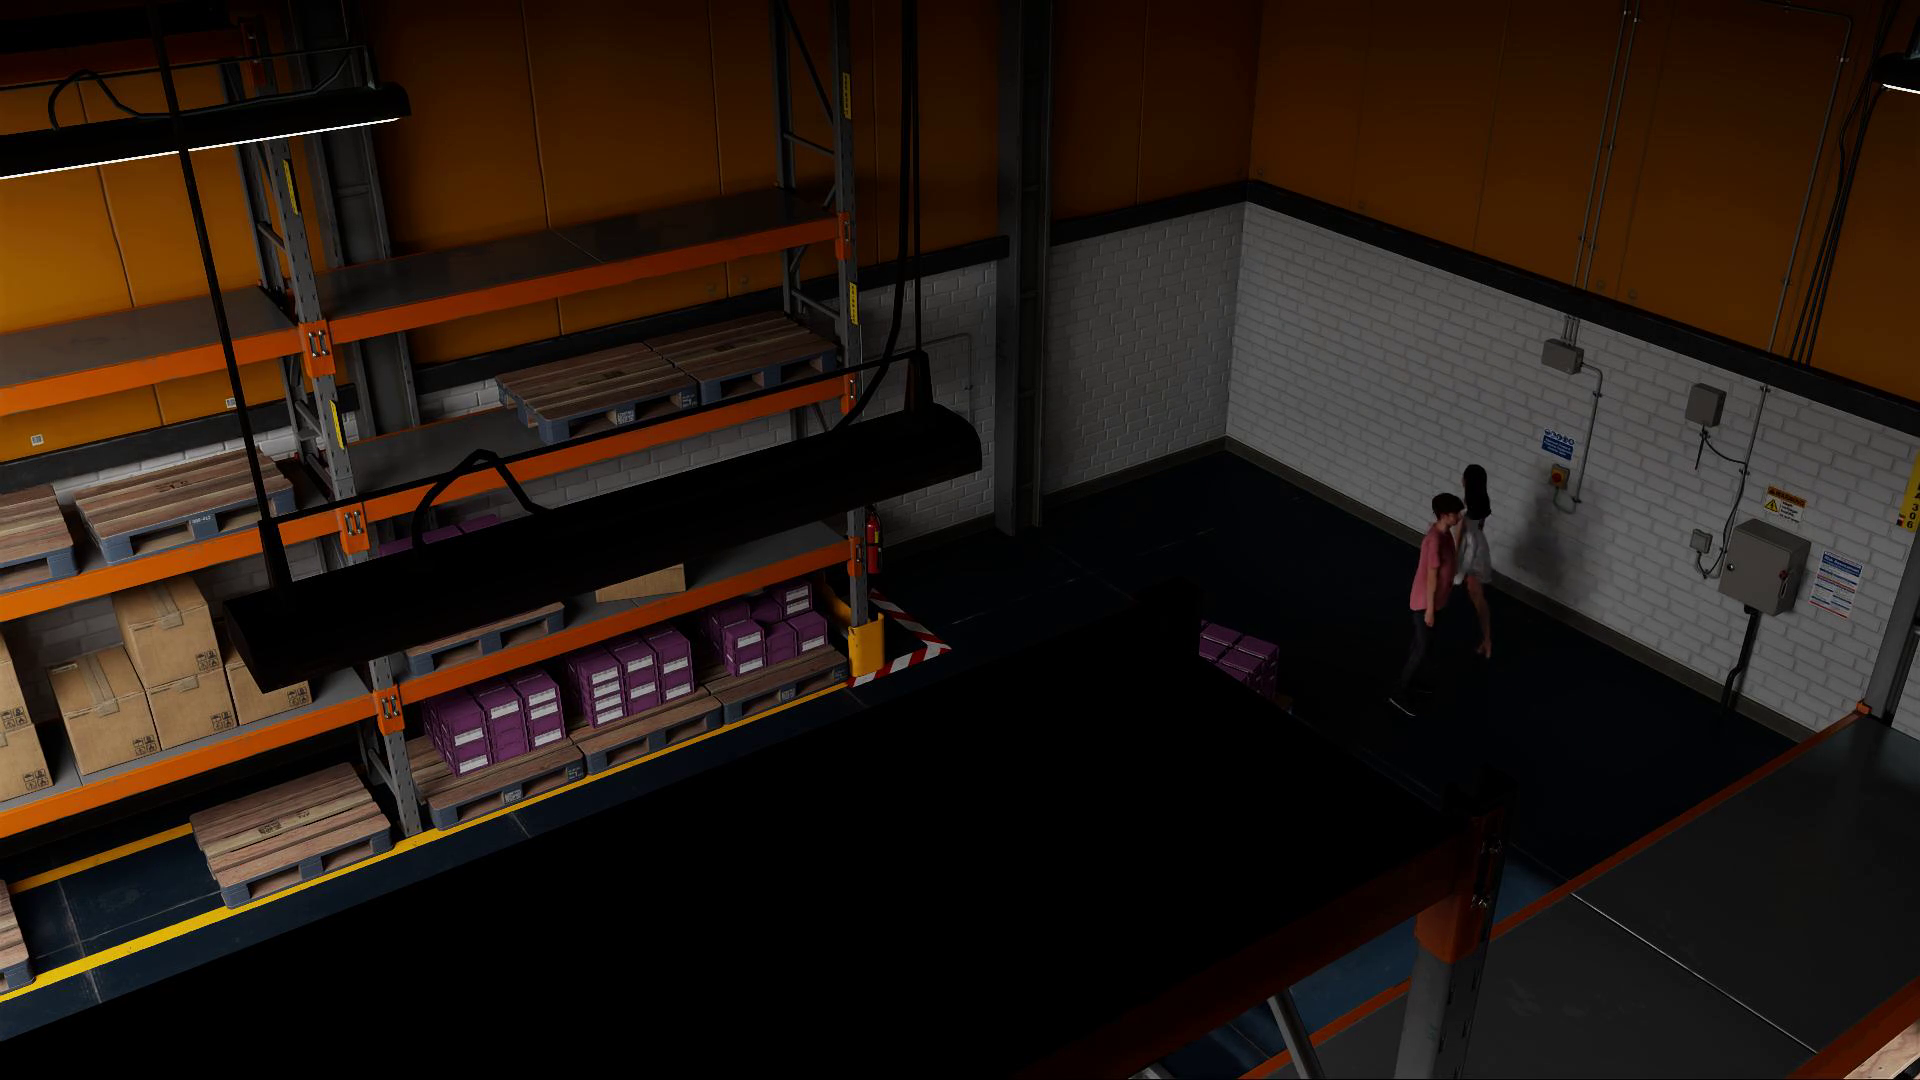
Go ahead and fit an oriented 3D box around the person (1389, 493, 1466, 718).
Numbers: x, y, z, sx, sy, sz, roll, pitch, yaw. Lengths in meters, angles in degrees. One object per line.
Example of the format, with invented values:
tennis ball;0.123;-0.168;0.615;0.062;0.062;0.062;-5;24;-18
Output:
person;3.841;0.481;13.702;0.853;1.962;0.759;8;30;14

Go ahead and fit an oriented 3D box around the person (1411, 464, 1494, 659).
person;4.446;0.213;14.444;1.135;1.721;0.727;-16;32;-27
